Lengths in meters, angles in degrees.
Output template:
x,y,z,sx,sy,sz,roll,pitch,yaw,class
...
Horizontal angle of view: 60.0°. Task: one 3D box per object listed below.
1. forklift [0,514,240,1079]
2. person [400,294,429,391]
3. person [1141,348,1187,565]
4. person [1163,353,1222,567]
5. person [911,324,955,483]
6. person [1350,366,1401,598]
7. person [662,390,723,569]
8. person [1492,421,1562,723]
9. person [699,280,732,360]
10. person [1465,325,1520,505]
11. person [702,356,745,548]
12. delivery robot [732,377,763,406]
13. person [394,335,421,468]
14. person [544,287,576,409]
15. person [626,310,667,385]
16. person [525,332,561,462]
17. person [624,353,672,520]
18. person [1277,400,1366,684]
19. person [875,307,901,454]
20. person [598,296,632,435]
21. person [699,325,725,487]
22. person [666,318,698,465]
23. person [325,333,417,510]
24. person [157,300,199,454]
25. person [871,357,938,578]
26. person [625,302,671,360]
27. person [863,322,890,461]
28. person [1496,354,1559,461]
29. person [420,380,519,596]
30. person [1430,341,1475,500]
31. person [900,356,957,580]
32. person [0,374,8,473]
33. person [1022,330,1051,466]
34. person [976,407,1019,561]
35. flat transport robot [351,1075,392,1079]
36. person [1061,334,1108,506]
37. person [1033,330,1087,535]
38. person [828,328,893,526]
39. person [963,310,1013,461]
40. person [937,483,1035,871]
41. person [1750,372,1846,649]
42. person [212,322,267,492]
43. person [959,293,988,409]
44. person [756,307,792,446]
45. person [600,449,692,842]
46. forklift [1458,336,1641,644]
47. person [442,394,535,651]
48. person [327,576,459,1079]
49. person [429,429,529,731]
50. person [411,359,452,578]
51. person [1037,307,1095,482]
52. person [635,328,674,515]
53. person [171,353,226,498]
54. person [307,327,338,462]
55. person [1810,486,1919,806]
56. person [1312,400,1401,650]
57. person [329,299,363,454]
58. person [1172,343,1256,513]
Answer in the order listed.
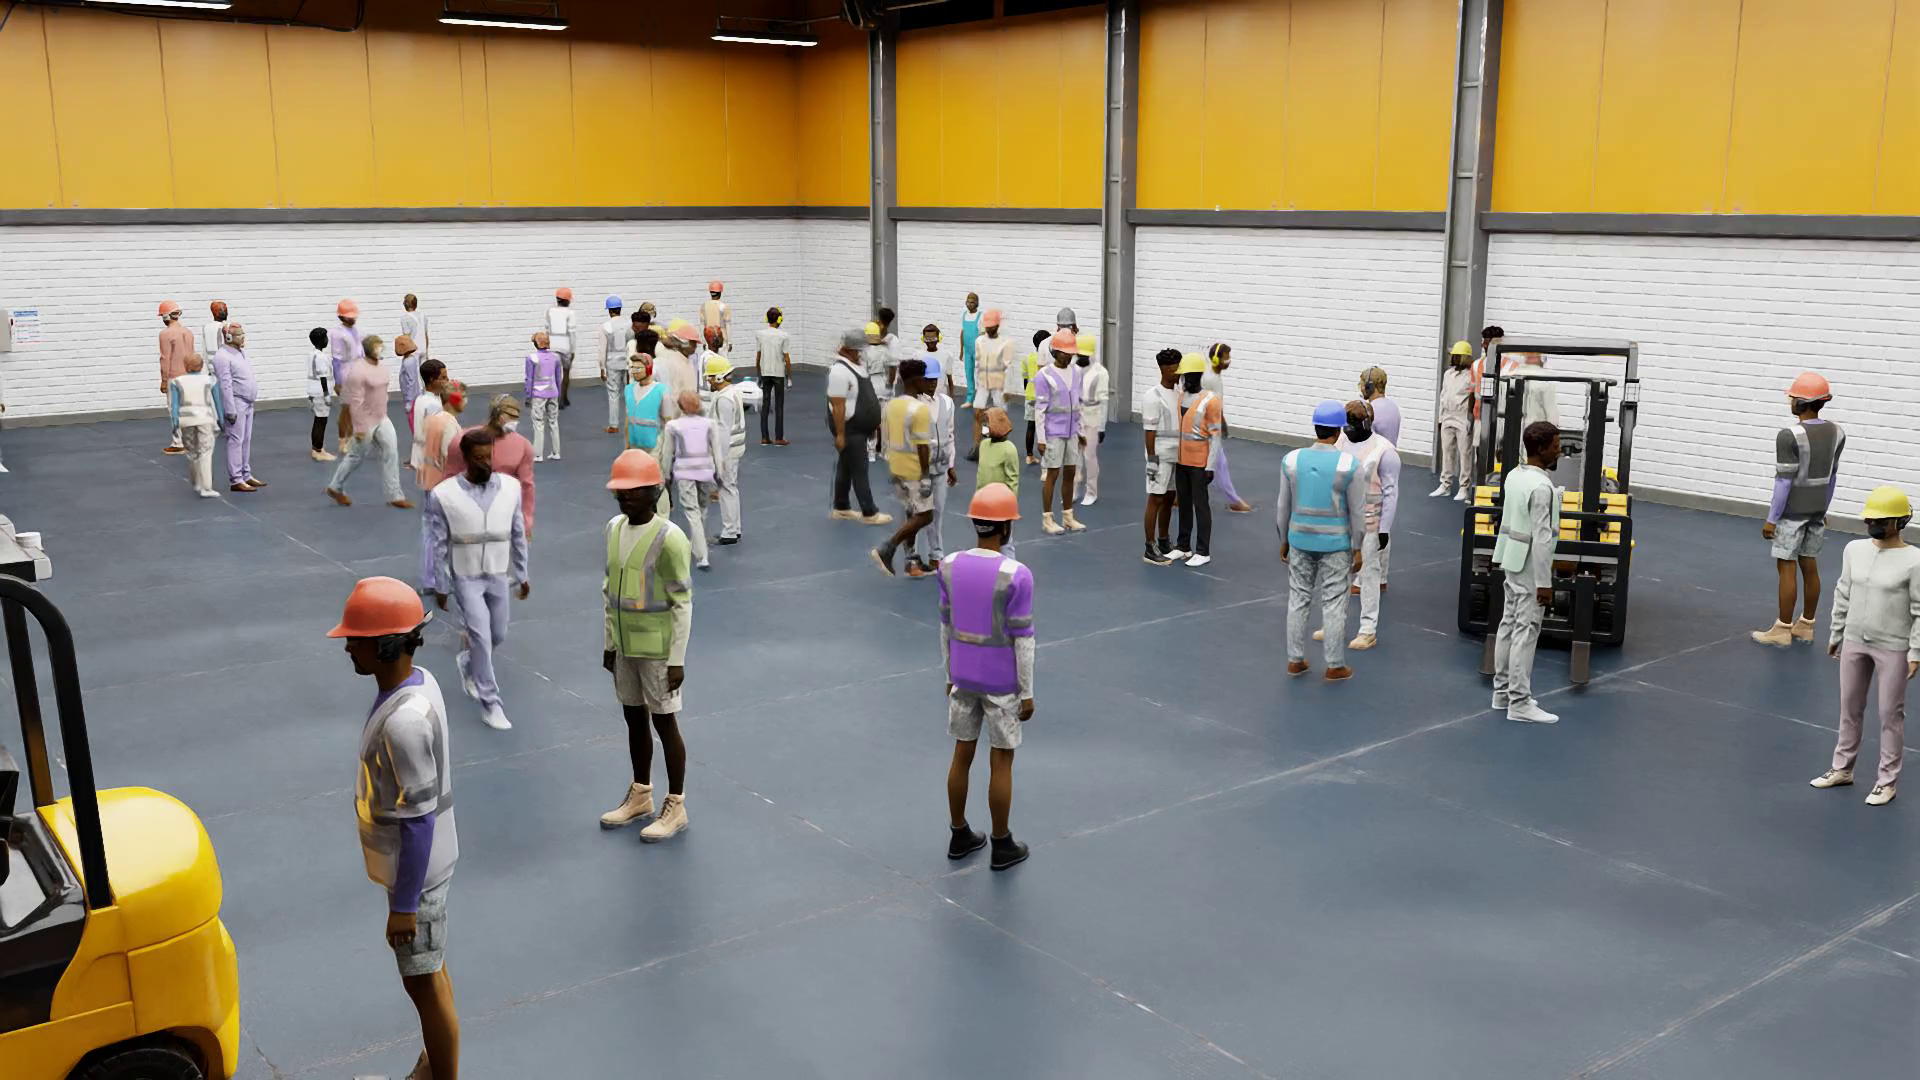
x,y,z,sx,sy,sz,roll,pitch,yaw,class
-3.687,1.115,5.480,2.313,2.155,1.214,-9,15,-36,forklift
-8.307,-2.828,25.369,0.339,1.845,0.507,6,13,27,person
1.871,-0.765,15.111,0.361,1.965,0.613,8,14,35,person
2.090,-0.728,15.024,0.367,1.926,0.594,-8,14,-33,person
-0.312,-1.583,19.339,0.510,1.857,0.324,0,12,-1,person
3.431,-0.482,13.851,0.383,1.929,0.634,9,14,36,person
-2.414,-0.563,15.034,0.517,1.589,0.860,-6,13,-27,person
3.610,0.194,10.594,0.392,1.920,0.588,0,12,-1,person
-4.006,-3.298,27.415,0.545,1.938,0.361,3,12,12,person
5.701,-1.322,17.837,0.365,1.960,0.609,-9,15,-36,person
-2.247,-0.843,15.860,0.403,1.817,0.601,-1,12,-3,person
-3.261,-2.258,25.522,0.707,0.478,0.477,6,13,28,delivery robot
-6.759,-1.703,20.448,0.281,1.633,0.498,-3,12,-15,person
-6.262,-3.019,26.176,0.533,1.890,0.703,0,12,-2,person
-3.793,-1.781,20.016,0.607,1.965,0.363,7,14,31,person
-5.222,-1.794,20.899,0.313,1.631,0.523,10,15,39,person
-2.979,-0.875,15.934,0.575,1.843,0.375,8,14,33,person
2.480,0.012,11.404,0.615,1.945,0.404,7,14,32,person
-1.032,-2.008,21.255,0.365,1.926,0.760,-8,14,-32,person
-4.771,-2.434,23.246,0.606,1.939,0.416,-9,15,-36,person
-2.767,-1.486,18.792,0.344,1.882,0.584,-3,12,-13,person
-3.429,-1.801,20.437,0.403,1.834,0.587,-7,14,-31,person
-6.341,-1.255,17.686,1.002,1.900,0.638,3,12,16,person
-10.162,-2.111,21.589,0.411,1.980,0.629,2,12,10,person
-0.463,-0.604,14.358,0.632,1.949,0.627,-7,13,-29,person
-4.152,-2.224,22.265,0.636,1.928,0.384,-8,14,-33,person
-1.097,-1.869,20.984,0.492,1.742,0.320,-9,15,-38,person
5.747,-1.077,16.933,0.995,1.850,0.636,-4,12,-20,person
-4.140,-0.433,13.926,0.872,1.799,0.556,-7,14,-31,person
5.464,-1.312,18.292,0.290,1.746,0.487,-9,14,-36,person
-0.289,-0.639,14.544,0.605,1.948,0.391,-9,15,-36,person
-11.707,-1.647,19.920,0.314,1.740,0.486,11,16,44,person
0.991,-1.737,20.470,0.533,1.693,0.319,11,16,42,person
0.287,-0.268,13.521,0.279,1.633,0.501,-8,14,-33,person
-2.179,2.138,5.204,0.652,0.197,1.431,6,13,28,flat transport robot
1.335,-1.273,17.763,0.601,1.879,0.651,6,13,29,person
1.007,-1.057,16.382,0.618,2.028,0.410,-10,15,-39,person
-0.985,-1.164,16.855,0.891,2.000,0.678,3,12,12,person
0.349,-1.912,20.811,0.570,1.901,0.843,7,13,29,person
0.148,0.675,8.253,0.544,1.930,0.388,8,14,34,person
6.179,-0.218,12.271,0.607,2.048,0.370,-6,13,-25,person
-8.161,-1.509,18.849,0.410,1.909,0.643,-1,12,-4,person
0.207,-2.938,25.953,0.518,1.834,0.367,10,15,39,person
-2.484,-2.178,22.216,0.524,1.857,0.345,4,12,18,person
-1.650,0.542,8.610,0.615,2.044,0.371,10,15,39,person
4.683,-0.471,13.136,1.214,2.155,2.313,4,12,20,forklift
-3.443,-0.127,12.220,0.707,1.884,0.677,-9,15,-37,person
-1.940,1.127,5.790,0.374,2.044,0.606,-4,12,-19,person
-3.080,0.210,10.603,0.600,1.888,0.847,-10,15,-39,person
-4.582,-0.620,14.524,0.391,1.920,0.587,-6,13,-26,person
1.228,-1.686,19.379,0.675,2.000,0.537,1,12,5,person
-3.202,-1.240,17.409,0.366,1.962,0.627,3,12,13,person
-8.485,-1.280,18.538,0.534,1.584,0.734,-3,12,-16,person
-8.048,-1.834,20.956,0.322,1.693,0.540,-7,14,-32,person
5.017,0.575,9.129,0.326,1.767,0.533,-6,13,-28,person
2.908,-0.117,12.286,0.429,1.841,0.633,-10,15,-39,person
-7.856,-2.112,21.504,0.462,2.021,0.705,2,12,8,person
2.630,-1.181,17.540,1.004,1.807,0.630,3,12,16,person
